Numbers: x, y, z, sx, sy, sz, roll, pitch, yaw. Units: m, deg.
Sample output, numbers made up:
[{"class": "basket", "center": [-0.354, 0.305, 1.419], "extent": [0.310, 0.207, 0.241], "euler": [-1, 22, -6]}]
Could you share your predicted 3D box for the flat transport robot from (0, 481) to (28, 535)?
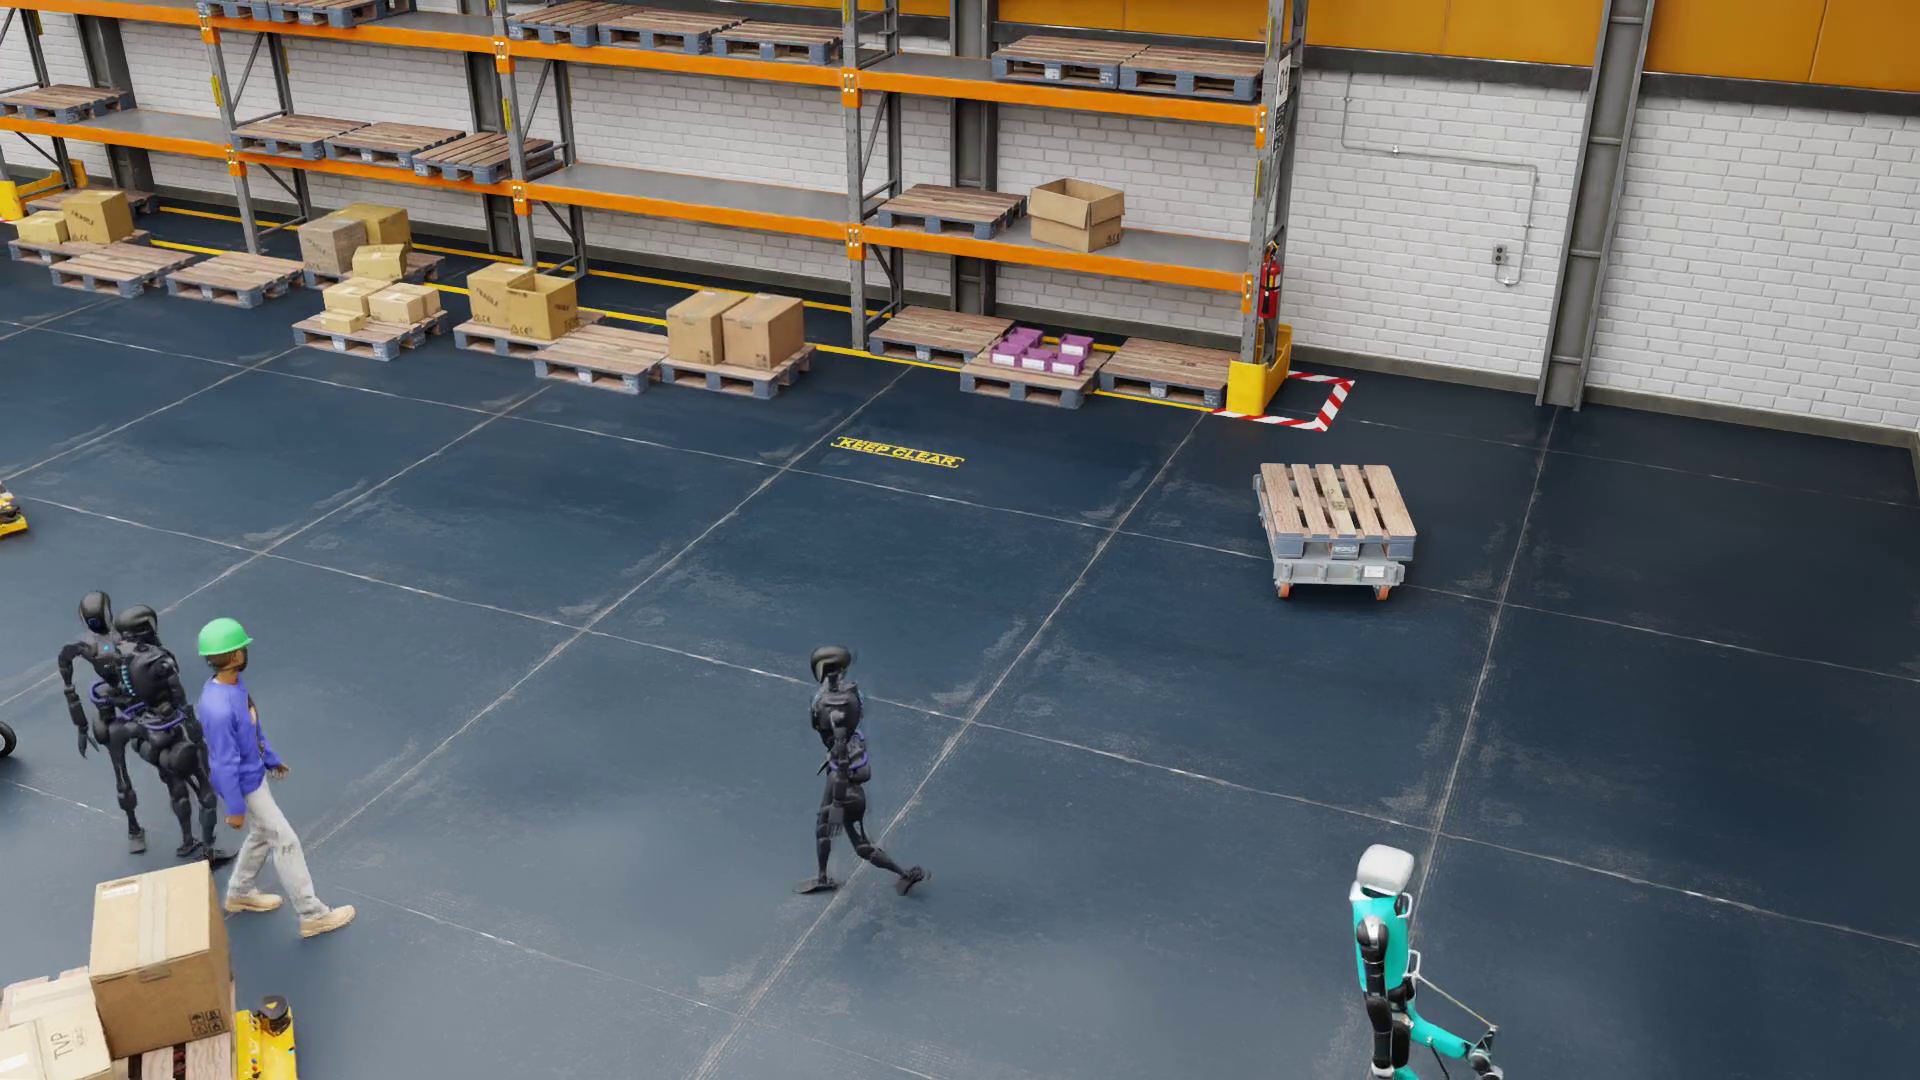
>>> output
[{"class": "flat transport robot", "center": [-8.158, -0.315, 13.542], "extent": [0.659, 0.231, 1.431], "euler": [-22, 34, -35]}]

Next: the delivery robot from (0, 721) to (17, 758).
[{"class": "delivery robot", "center": [-6.291, 1.238, 10.216], "extent": [0.774, 0.592, 0.499], "euler": [-1, 27, -2]}]

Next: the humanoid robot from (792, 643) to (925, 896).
[{"class": "humanoid robot", "center": [-0.564, 1.256, 9.004], "extent": [0.691, 1.643, 0.594], "euler": [-5, 28, -9]}]

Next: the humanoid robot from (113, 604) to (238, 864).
[{"class": "humanoid robot", "center": [-4.433, 1.082, 9.293], "extent": [0.599, 1.653, 0.341], "euler": [14, 31, 26]}]

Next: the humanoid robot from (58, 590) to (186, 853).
[{"class": "humanoid robot", "center": [-4.778, 0.971, 9.559], "extent": [0.609, 1.657, 0.547], "euler": [-12, 30, -22]}]

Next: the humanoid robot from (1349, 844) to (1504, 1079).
[{"class": "humanoid robot", "center": [2.039, 2.124, 7.228], "extent": [1.024, 1.721, 0.541], "euler": [9, 29, 17]}]

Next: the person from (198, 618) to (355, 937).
[{"class": "person", "center": [-3.731, 1.265, 8.800], "extent": [0.670, 1.821, 0.534], "euler": [-8, 28, -15]}]

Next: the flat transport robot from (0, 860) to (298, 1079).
[{"class": "flat transport robot", "center": [-3.911, 2.610, 7.871], "extent": [1.431, 0.231, 0.659], "euler": [-11, 29, -20]}]
